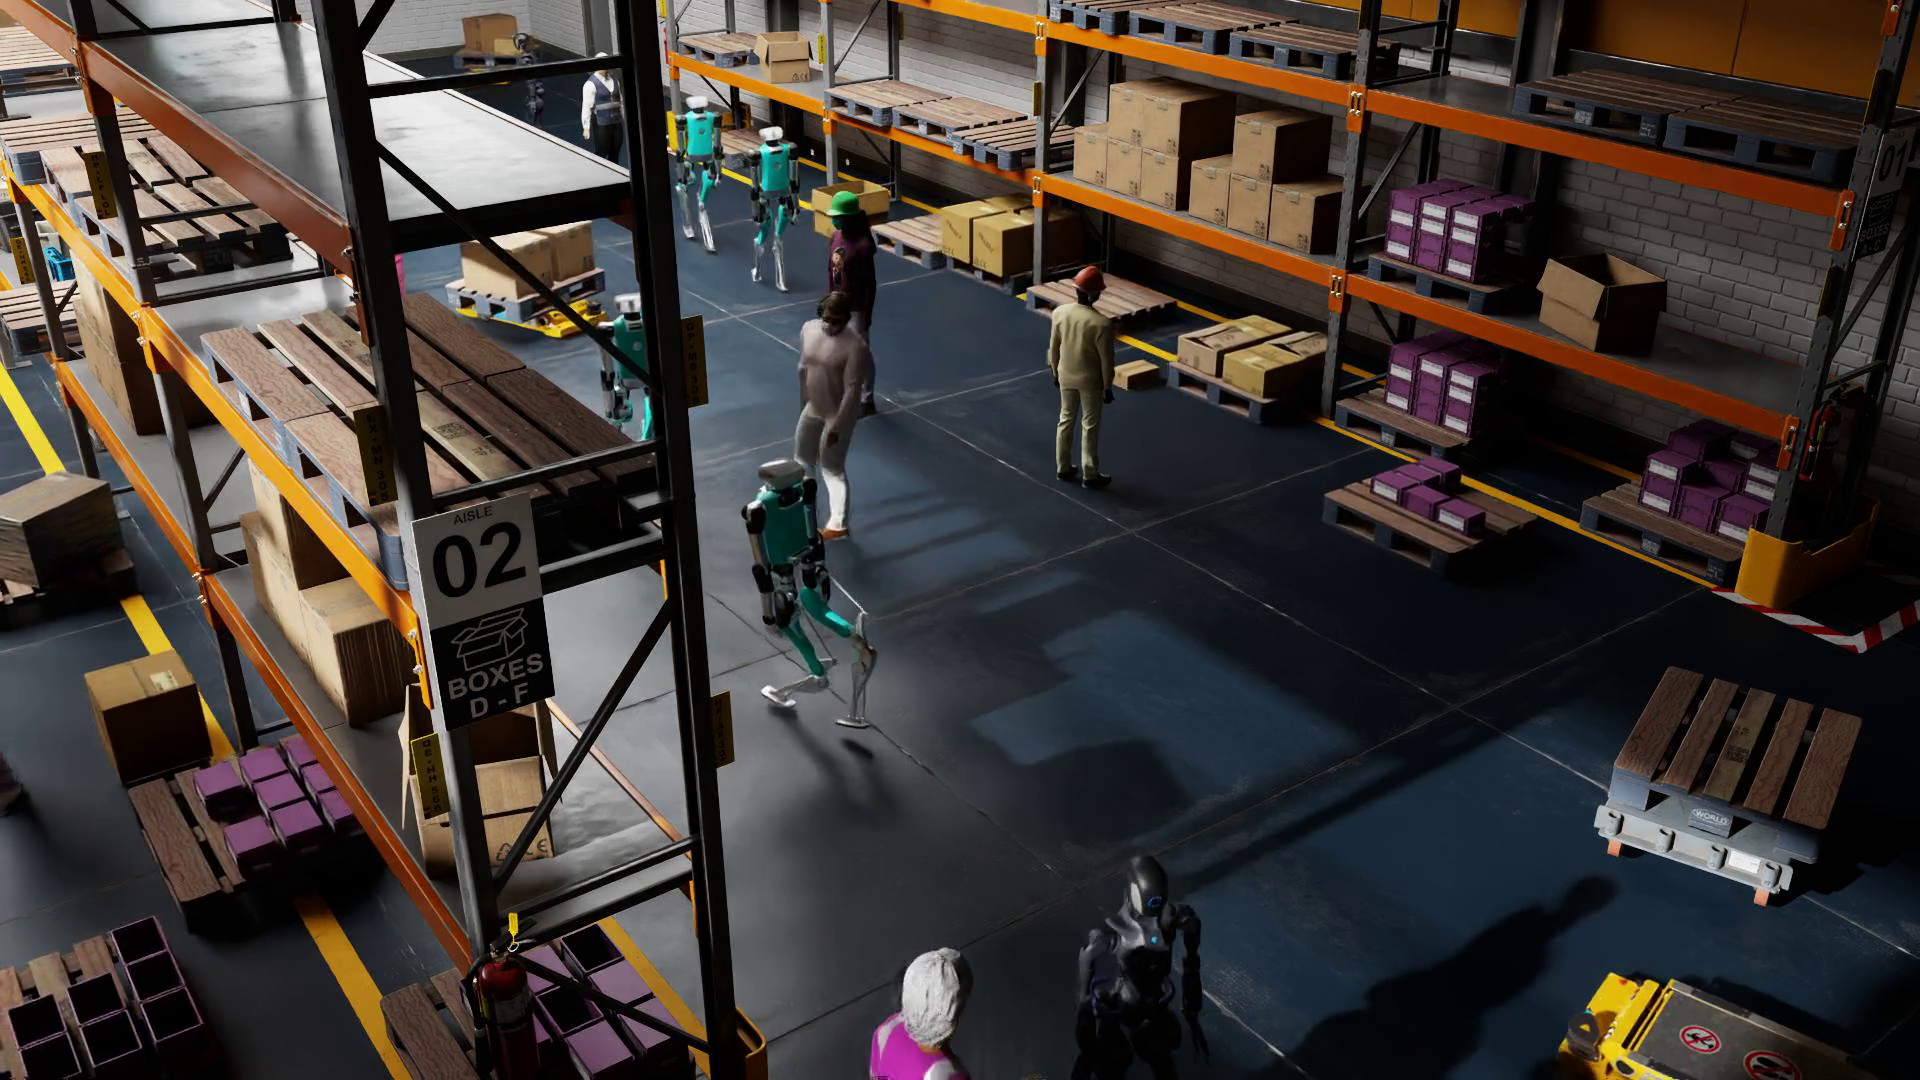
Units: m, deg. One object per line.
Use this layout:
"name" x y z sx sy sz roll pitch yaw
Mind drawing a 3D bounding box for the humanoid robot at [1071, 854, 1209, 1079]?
"humanoid robot" 0.696 1.924 6.591 0.601 1.649 0.336 -11 29 -21

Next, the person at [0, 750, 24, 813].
"person" -5.529 0.597 9.019 0.553 1.881 0.704 -4 27 -8

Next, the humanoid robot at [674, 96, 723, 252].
"humanoid robot" -2.974 -4.129 18.615 0.540 1.761 1.028 -12 29 -23

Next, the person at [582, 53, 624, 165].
"person" -4.352 -5.109 20.491 0.438 1.755 0.771 18 32 32

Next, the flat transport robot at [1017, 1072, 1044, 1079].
"flat transport robot" 0.094 3.062 5.897 1.431 0.231 0.659 -13 29 -24

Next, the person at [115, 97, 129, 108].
"person" -10.675 -5.506 21.022 0.620 1.992 0.392 5 27 10

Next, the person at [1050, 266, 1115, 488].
"person" 0.963 -1.264 12.847 0.572 1.749 0.338 20 33 34

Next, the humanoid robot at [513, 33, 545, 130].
"humanoid robot" -5.720 -5.950 22.263 0.353 1.646 0.613 -9 28 -17

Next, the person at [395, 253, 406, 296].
"person" -5.775 -3.203 16.878 0.596 1.587 0.851 -4 27 -8

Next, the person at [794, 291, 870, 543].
"person" -0.986 -0.883 11.940 0.741 1.899 0.463 24 35 39

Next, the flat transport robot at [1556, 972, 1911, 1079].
"flat transport robot" 3.442 2.367 7.279 1.431 0.231 0.659 20 33 34

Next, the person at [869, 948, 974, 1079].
"person" -0.005 2.214 5.849 0.815 1.820 0.596 -13 29 -24

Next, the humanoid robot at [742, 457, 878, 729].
"humanoid robot" -0.813 0.403 9.602 1.042 1.754 0.557 19 33 33

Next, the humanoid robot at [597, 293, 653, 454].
"humanoid robot" -2.498 -1.111 12.603 0.531 1.768 0.993 -11 29 -21

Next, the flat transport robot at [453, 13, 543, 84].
"flat transport robot" -7.585 -7.734 27.371 0.659 0.231 1.431 1 27 2

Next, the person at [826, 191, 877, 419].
"person" -0.915 -1.998 14.092 0.500 1.949 0.422 23 35 38

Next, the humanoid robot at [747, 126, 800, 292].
"humanoid robot" -1.996 -3.412 17.210 0.552 1.849 0.885 -13 29 -23

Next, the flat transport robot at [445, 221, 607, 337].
"flat transport robot" -4.288 -2.312 16.586 1.431 0.231 0.659 15 31 28
